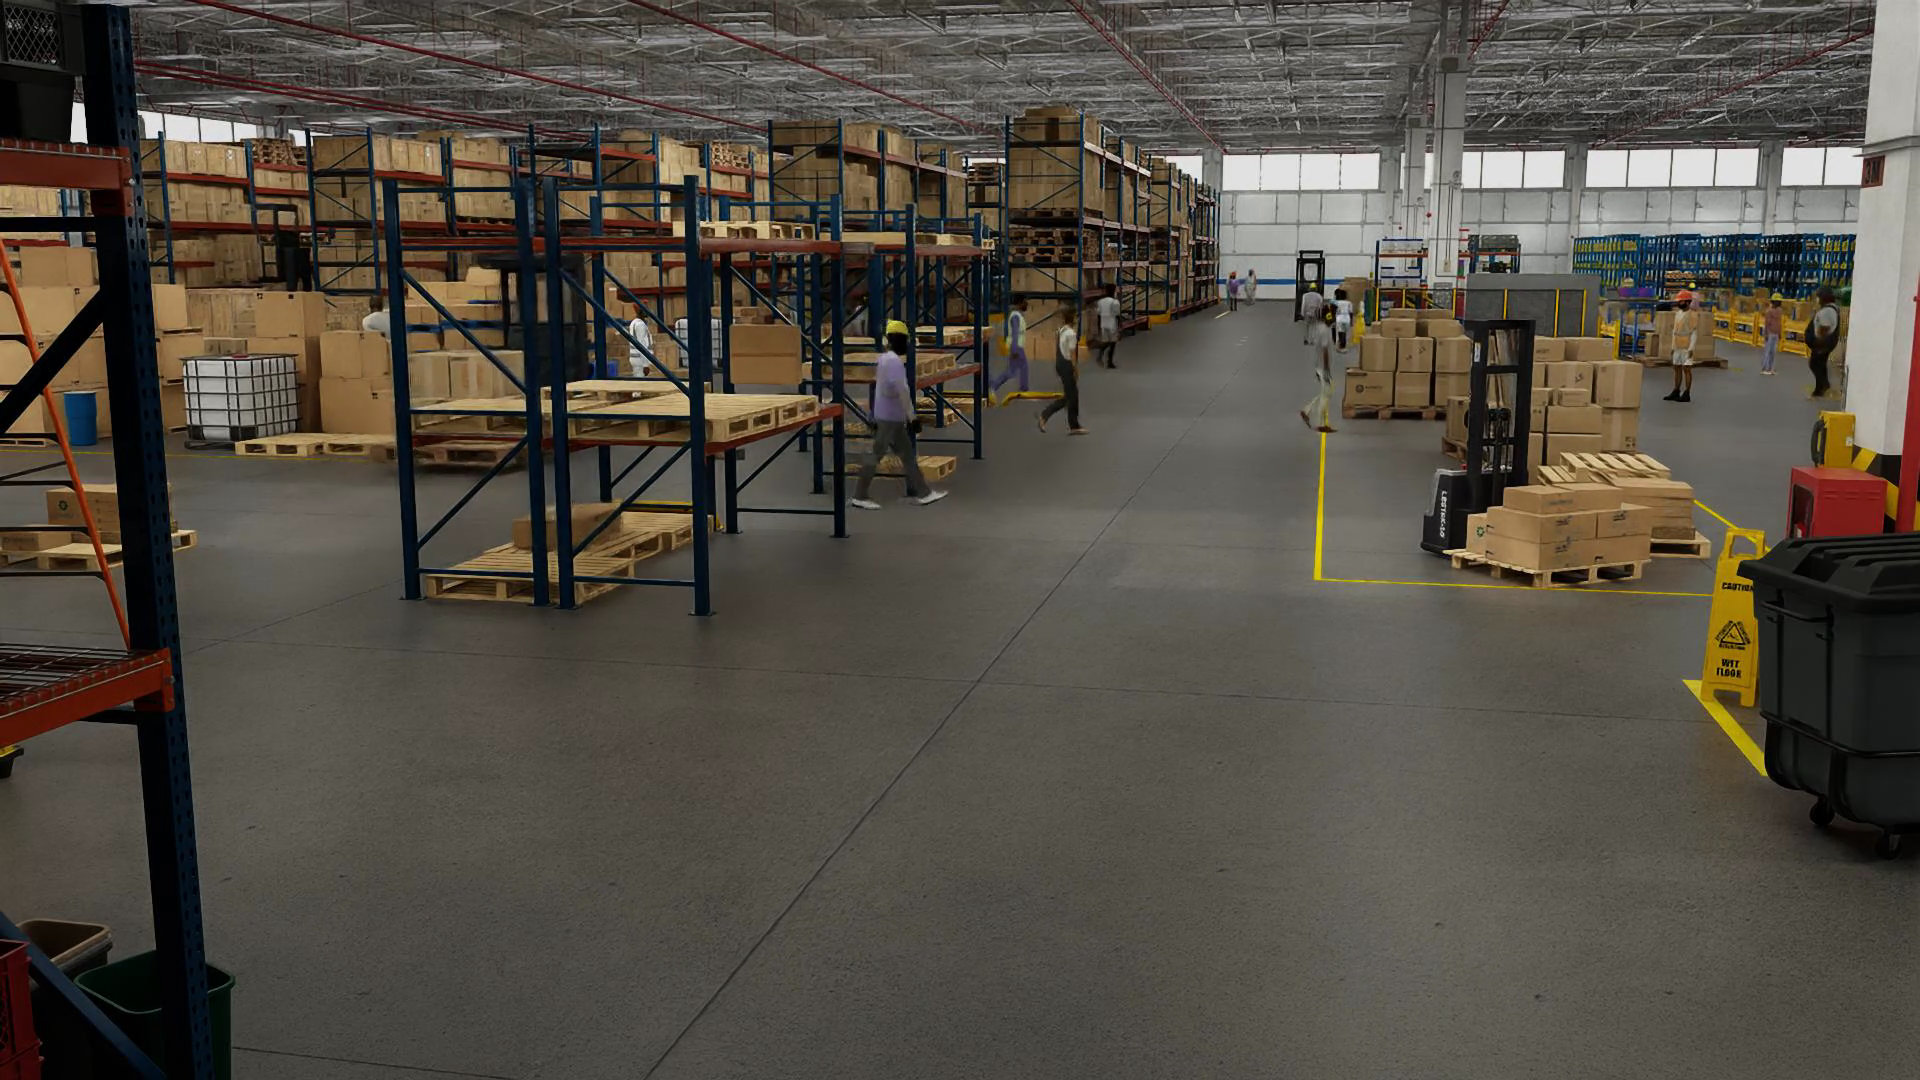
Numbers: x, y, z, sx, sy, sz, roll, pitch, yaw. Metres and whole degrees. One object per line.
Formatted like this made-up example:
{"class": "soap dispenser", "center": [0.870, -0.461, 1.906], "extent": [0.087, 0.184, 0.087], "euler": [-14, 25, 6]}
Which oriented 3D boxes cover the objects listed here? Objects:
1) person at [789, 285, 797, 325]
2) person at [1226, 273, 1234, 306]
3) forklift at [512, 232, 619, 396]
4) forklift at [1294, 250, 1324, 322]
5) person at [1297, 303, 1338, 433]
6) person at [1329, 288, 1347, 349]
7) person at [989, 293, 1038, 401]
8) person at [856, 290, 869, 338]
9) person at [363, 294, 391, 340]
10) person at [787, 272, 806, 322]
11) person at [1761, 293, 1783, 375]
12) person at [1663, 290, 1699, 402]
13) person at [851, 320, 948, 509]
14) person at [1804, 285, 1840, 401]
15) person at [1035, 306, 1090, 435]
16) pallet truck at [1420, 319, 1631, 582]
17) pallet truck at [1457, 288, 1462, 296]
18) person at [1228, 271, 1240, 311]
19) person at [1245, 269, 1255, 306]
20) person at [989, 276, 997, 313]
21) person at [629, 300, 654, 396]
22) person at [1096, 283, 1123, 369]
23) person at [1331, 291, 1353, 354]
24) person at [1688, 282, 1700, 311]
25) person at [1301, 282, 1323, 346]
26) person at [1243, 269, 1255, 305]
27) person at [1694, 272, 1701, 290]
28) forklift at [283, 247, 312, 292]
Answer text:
{"class": "person", "center": [-5.342, -7.368, 53.522], "extent": [0.267, 1.632, 0.509], "euler": [-9, 13, -43]}
{"class": "person", "center": [14.411, -13.325, 88.405], "extent": [0.533, 1.767, 0.326], "euler": [2, 10, 14]}
{"class": "forklift", "center": [-5.367, -2.669, 22.013], "extent": [1.129, 2.768, 1.873], "euler": [2, 10, 12]}
{"class": "forklift", "center": [13.778, -10.002, 65.433], "extent": [1.129, 2.768, 1.873], "euler": [2, 10, 12]}
{"class": "person", "center": [5.156, -2.444, 23.737], "extent": [0.473, 1.855, 0.510], "euler": [1, 10, 8]}
{"class": "person", "center": [10.379, -6.079, 45.766], "extent": [0.545, 1.681, 0.523], "euler": [2, 10, 14]}
{"class": "person", "center": [0.922, -3.343, 28.923], "extent": [0.812, 1.899, 0.598], "euler": [2, 10, 10]}
{"class": "person", "center": [-1.910, -4.067, 33.324], "extent": [0.414, 1.854, 0.561], "euler": [-1, 10, -4]}
{"class": "person", "center": [-8.898, -2.799, 25.564], "extent": [0.358, 1.938, 0.635], "euler": [5, 11, 27]}
{"class": "person", "center": [-6.345, -9.163, 63.115], "extent": [1.025, 1.969, 0.723], "euler": [0, 10, 2]}
{"class": "person", "center": [17.446, -4.416, 35.684], "extent": [0.526, 1.760, 0.331], "euler": [-6, 11, -33]}
{"class": "person", "center": [12.574, -3.371, 28.950], "extent": [0.373, 1.939, 0.545], "euler": [-2, 10, -13]}
{"class": "person", "center": [-0.632, -1.232, 16.494], "extent": [0.987, 1.862, 0.693], "euler": [-1, 10, -6]}
{"class": "person", "center": [15.033, -3.438, 29.049], "extent": [0.535, 2.000, 0.703], "euler": [8, 12, 39]}
{"class": "person", "center": [1.444, -2.361, 23.314], "extent": [0.743, 1.827, 0.525], "euler": [-2, 10, -9]}
{"class": "pallet truck", "center": [4.543, -0.757, 13.299], "extent": [0.823, 1.965, 1.885], "euler": [-4, 10, -22]}
{"class": "pallet truck", "center": [20.506, -9.785, 68.819], "extent": [0.653, 1.274, 1.630], "euler": [2, 10, 12]}
{"class": "person", "center": [13.096, -11.897, 79.540], "extent": [0.542, 1.909, 0.926], "euler": [2, 10, 11]}
{"class": "person", "center": [15.489, -13.483, 88.854], "extent": [0.636, 1.927, 0.438], "euler": [-4, 10, -20]}
{"class": "person", "center": [1.595, -11.492, 77.042], "extent": [0.367, 1.939, 0.634], "euler": [-6, 11, -30]}
{"class": "person", "center": [-4.696, -2.604, 24.579], "extent": [0.355, 1.882, 0.576], "euler": [-4, 10, -23]}
{"class": "person", "center": [3.377, -4.811, 37.431], "extent": [0.452, 1.947, 0.612], "euler": [-9, 13, -42]}
{"class": "person", "center": [10.031, -5.707, 43.629], "extent": [0.540, 1.653, 0.810], "euler": [-2, 10, -14]}
{"class": "person", "center": [23.531, -7.432, 53.564], "extent": [0.534, 1.756, 0.475], "euler": [3, 10, 15]}
{"class": "person", "center": [10.111, -6.497, 47.851], "extent": [0.621, 1.802, 0.771], "euler": [1, 10, 5]}
{"class": "person", "center": [15.757, -13.785, 90.576], "extent": [0.665, 1.944, 0.945], "euler": [-5, 11, -25]}
{"class": "person", "center": [39.535, -13.525, 89.434], "extent": [0.718, 1.826, 0.569], "euler": [3, 10, 15]}
{"class": "forklift", "center": [-19.800, -7.386, 49.942], "extent": [1.873, 2.768, 1.129], "euler": [2, 10, 12]}
